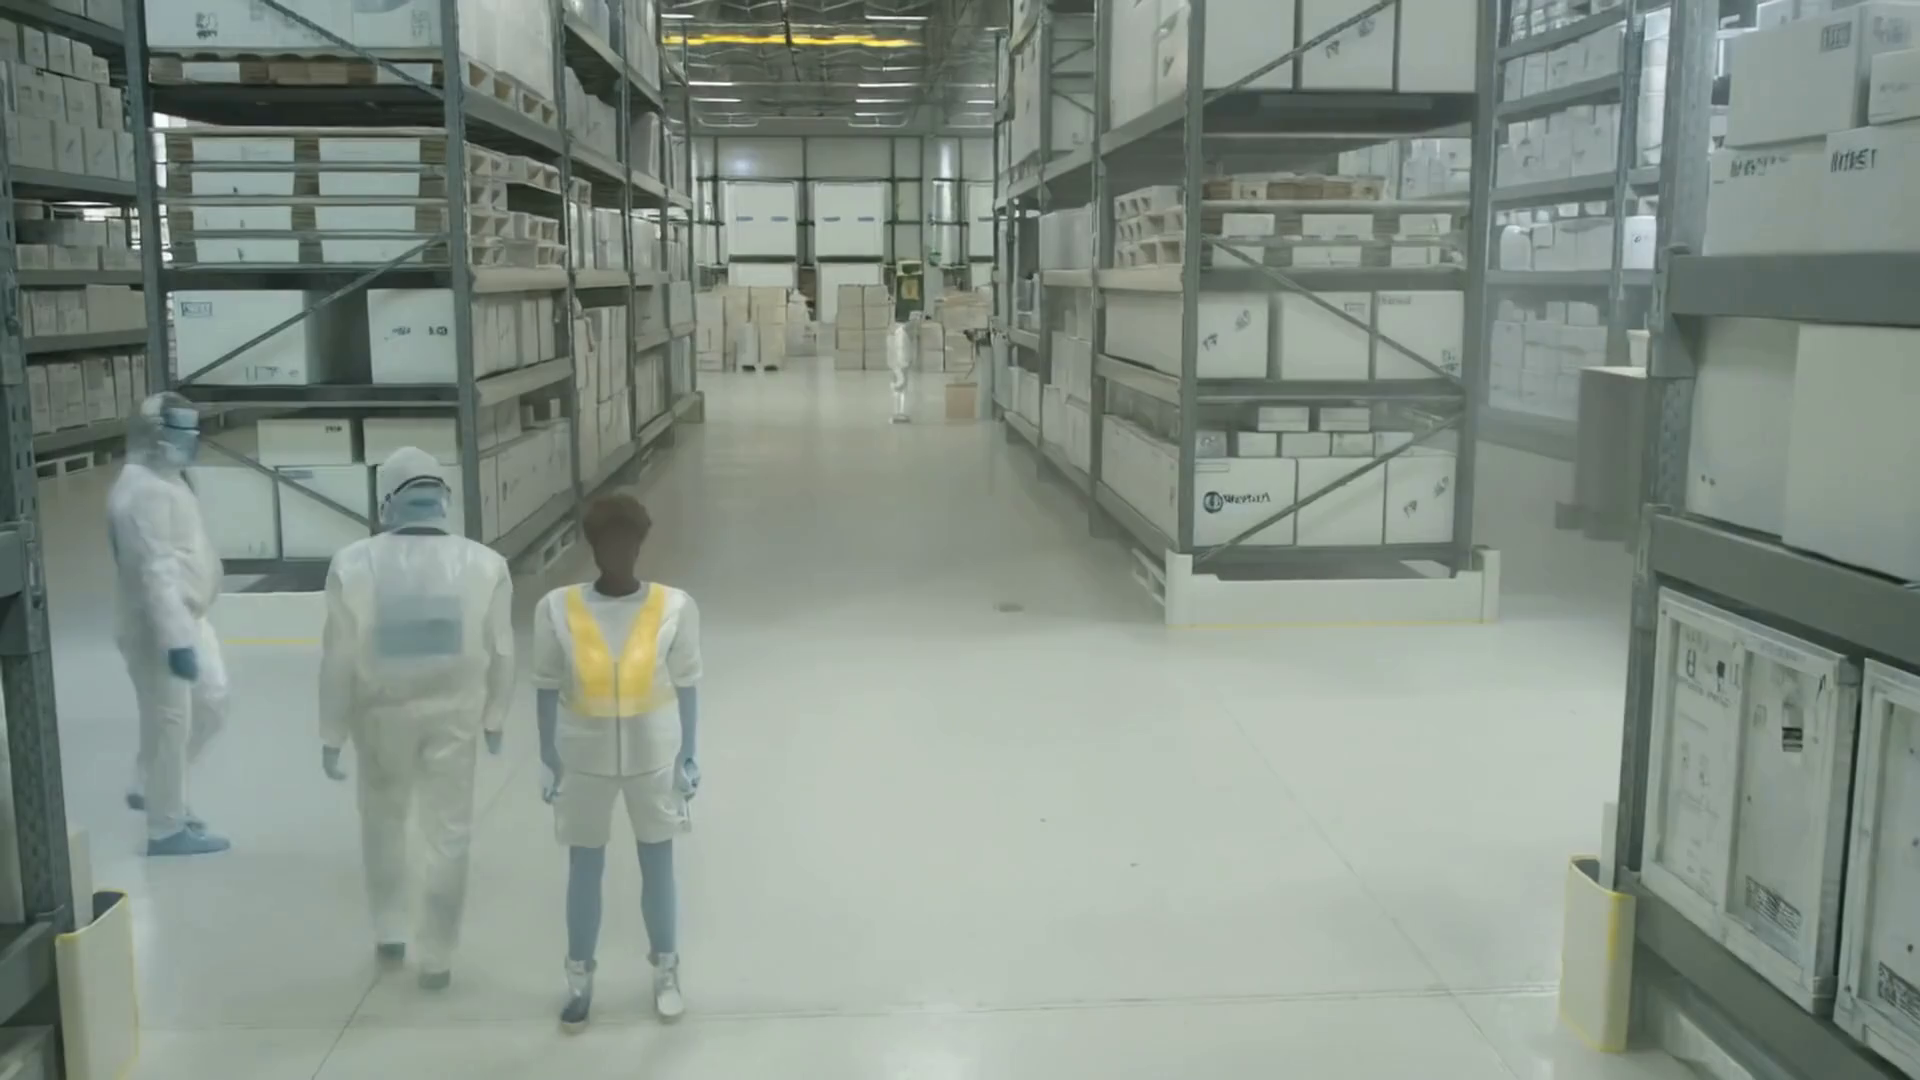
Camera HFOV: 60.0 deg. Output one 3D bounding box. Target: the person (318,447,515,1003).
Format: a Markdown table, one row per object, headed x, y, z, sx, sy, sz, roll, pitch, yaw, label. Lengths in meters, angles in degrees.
| x | y | z | sx | sy | sz | roll | pitch | yaw | label |
| --- | --- | --- | --- | --- | --- | --- | --- | --- | --- |
| -1.787 | 0.595 | 5.514 | 0.620 | 1.788 | 0.621 | -3 | 10 | -18 | person |

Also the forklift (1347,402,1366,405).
| x | y | z | sx | sy | sz | roll | pitch | yaw | label |
| --- | --- | --- | --- | --- | --- | --- | --- | --- | --- |
| 4.402 | -2.602 | 22.168 | 1.873 | 2.768 | 1.129 | -1 | 9 | -4 | forklift |

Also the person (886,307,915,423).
| x | y | z | sx | sy | sz | roll | pitch | yaw | label |
| --- | --- | --- | --- | --- | --- | --- | --- | --- | --- |
| -0.952 | -2.785 | 26.569 | 0.429 | 1.844 | 0.627 | -3 | 10 | -19 | person |

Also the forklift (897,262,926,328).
| x | y | z | sx | sy | sz | roll | pitch | yaw | label |
| --- | --- | --- | --- | --- | --- | --- | --- | --- | --- |
| -1.780 | -8.547 | 59.499 | 1.129 | 2.768 | 1.873 | -1 | 9 | -4 | forklift |

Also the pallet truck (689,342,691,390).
| x | y | z | sx | sy | sz | roll | pitch | yaw | label |
| --- | --- | --- | --- | --- | --- | --- | --- | --- | --- |
| -5.225 | -3.008 | 27.480 | 1.885 | 1.965 | 0.823 | 2 | 9 | 14 | pallet truck |

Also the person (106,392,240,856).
| x | y | z | sx | sy | sz | roll | pitch | yaw | label |
| --- | --- | --- | --- | --- | --- | --- | --- | --- | --- |
| -3.172 | 0.351 | 6.736 | 0.416 | 1.895 | 0.660 | -2 | 9 | -13 | person |

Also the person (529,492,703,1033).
| x | y | z | sx | sy | sz | roll | pitch | yaw | label |
| --- | --- | --- | --- | --- | --- | --- | --- | --- | --- |
| -1.066 | 0.688 | 5.209 | 0.534 | 1.698 | 0.318 | -2 | 9 | -12 | person |
